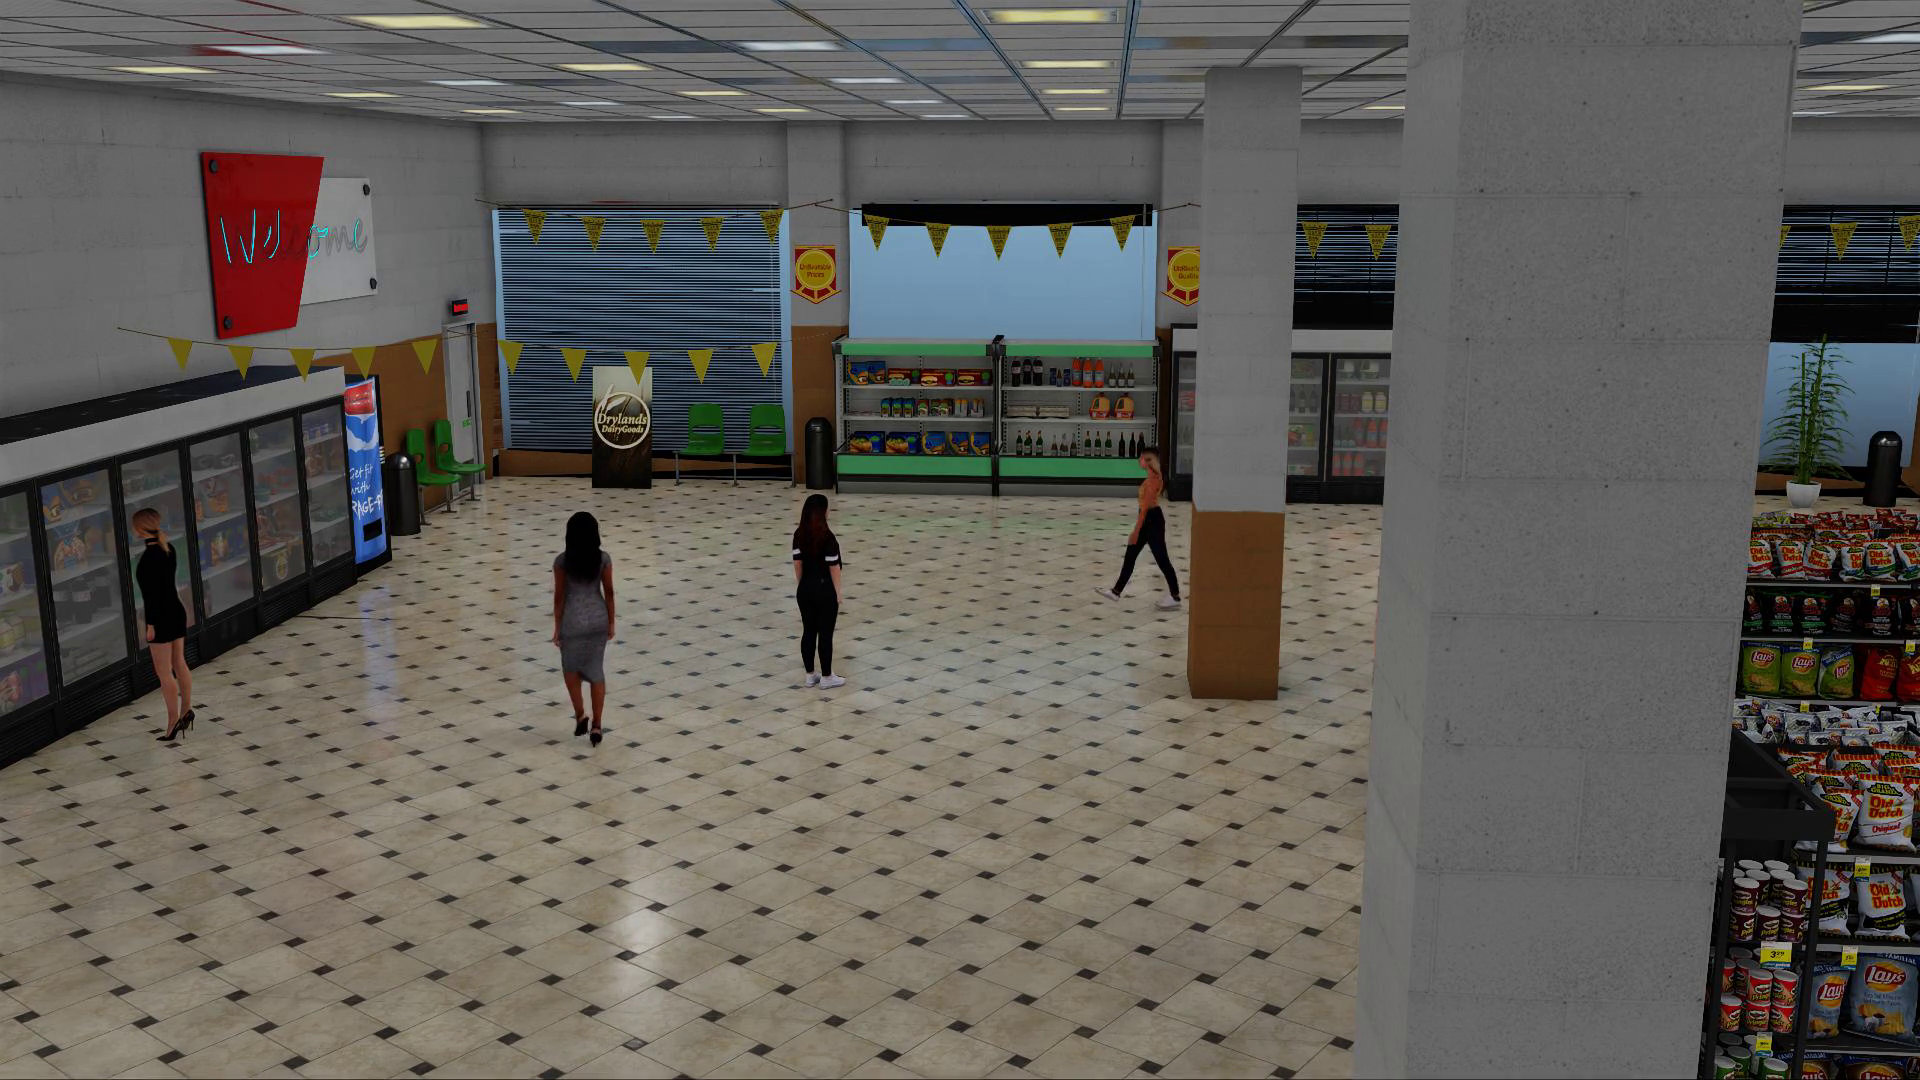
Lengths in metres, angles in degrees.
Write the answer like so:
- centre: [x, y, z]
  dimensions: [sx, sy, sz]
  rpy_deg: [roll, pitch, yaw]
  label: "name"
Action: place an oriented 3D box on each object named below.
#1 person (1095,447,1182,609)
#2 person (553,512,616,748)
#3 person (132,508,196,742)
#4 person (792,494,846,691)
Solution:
- centre: [1.963, -0.084, 16.327]
  dimensions: [1.079, 1.588, 0.626]
  rpy_deg: [0, 12, 1]
  label: "person"
- centre: [-2.747, 0.682, 12.241]
  dimensions: [0.665, 1.773, 0.776]
  rpy_deg: [-4, 13, -20]
  label: "person"
- centre: [-6.008, 0.625, 12.525]
  dimensions: [0.549, 1.767, 0.597]
  rpy_deg: [0, 12, -1]
  label: "person"
- centre: [-1.181, 0.421, 13.804]
  dimensions: [0.663, 1.639, 0.761]
  rpy_deg: [7, 14, 31]
  label: "person"
